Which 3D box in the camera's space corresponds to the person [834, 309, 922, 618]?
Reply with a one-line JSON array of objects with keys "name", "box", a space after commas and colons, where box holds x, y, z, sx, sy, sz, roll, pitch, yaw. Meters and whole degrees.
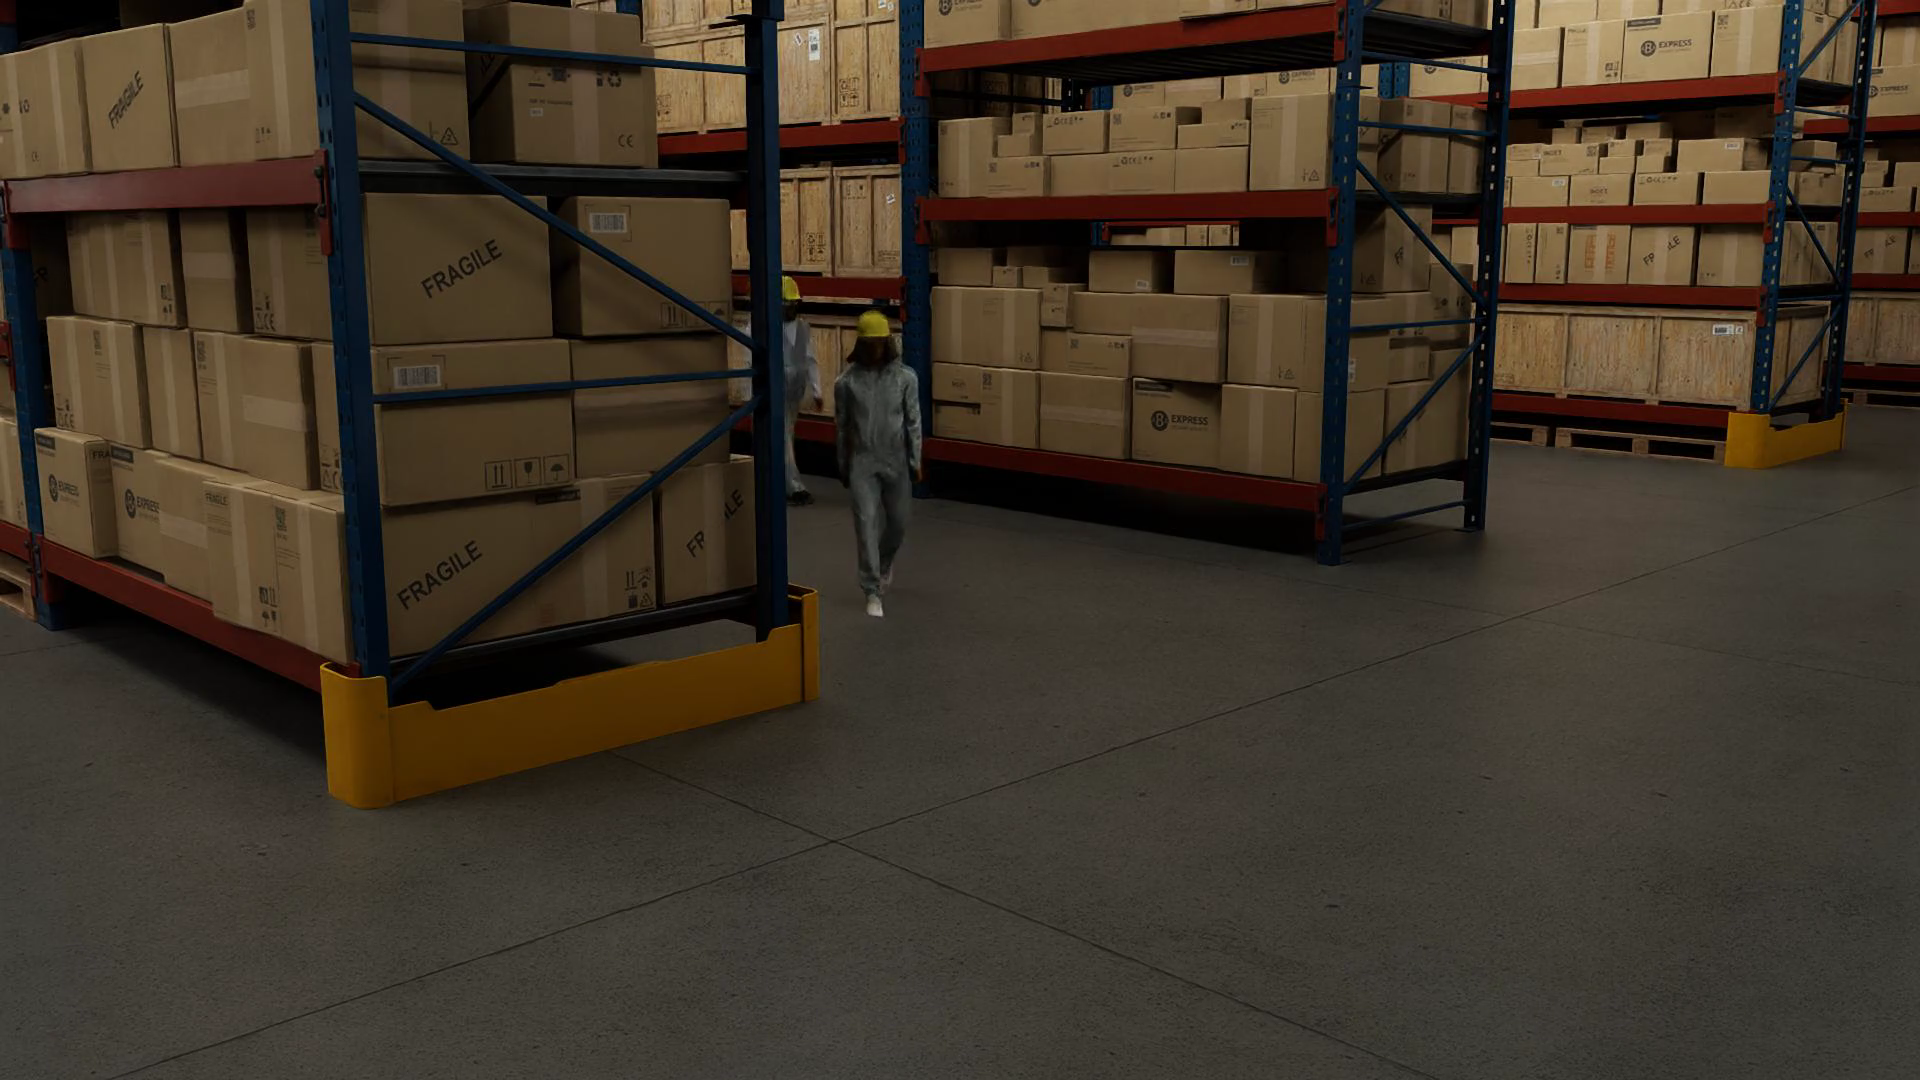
[{"name": "person", "box": [-0.476, -0.462, 9.516, 0.492, 1.724, 0.684, -2, 11, -11]}]

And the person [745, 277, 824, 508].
[{"name": "person", "box": [-1.305, -1.156, 13.092, 0.844, 1.796, 0.626, 10, 14, 43]}]
